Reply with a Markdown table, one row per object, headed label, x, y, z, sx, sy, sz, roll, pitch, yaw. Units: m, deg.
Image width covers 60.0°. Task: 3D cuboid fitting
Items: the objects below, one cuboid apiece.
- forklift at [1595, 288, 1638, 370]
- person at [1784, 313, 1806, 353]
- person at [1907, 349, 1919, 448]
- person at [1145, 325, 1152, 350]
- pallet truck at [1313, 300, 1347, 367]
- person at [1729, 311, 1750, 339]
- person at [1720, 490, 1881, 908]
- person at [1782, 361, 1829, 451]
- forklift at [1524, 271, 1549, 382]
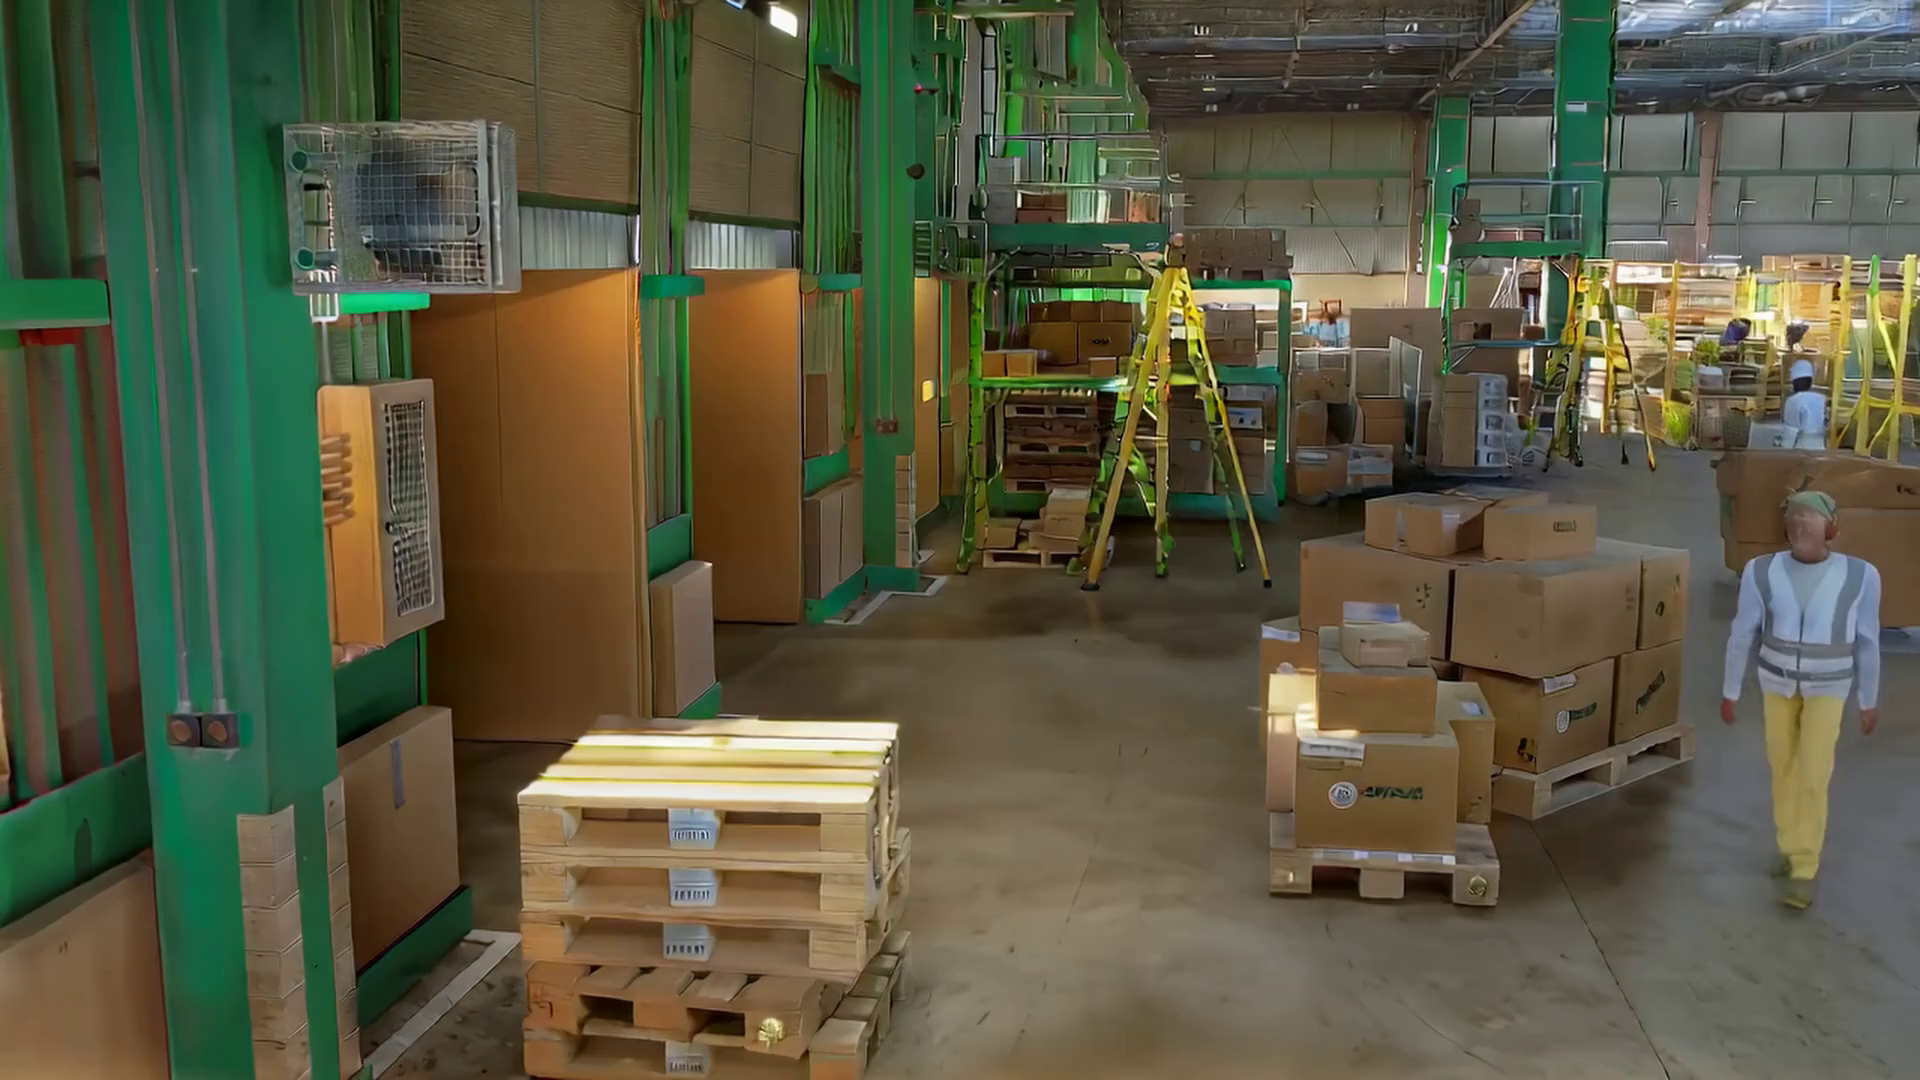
| label | x | y | z | sx | sy | sz | roll | pitch | yaw |
| --- | --- | --- | --- | --- | --- | --- | --- | --- | --- |
| forklift | 17.955 | -6.105 | 46.416 | 1.873 | 2.768 | 1.129 | -4 | 10 | -25 |
| person | 23.118 | -5.449 | 46.083 | 0.521 | 1.671 | 0.349 | 3 | 10 | 16 |
| person | 15.507 | -2.344 | 26.754 | 0.321 | 1.736 | 0.488 | 5 | 10 | 26 |
| person | 4.117 | -3.866 | 36.271 | 0.537 | 1.686 | 0.363 | 3 | 10 | 20 |
| pallet truck | 11.159 | -6.200 | 49.718 | 0.823 | 1.965 | 1.885 | 4 | 10 | 26 |
| person | 18.392 | -4.456 | 39.290 | 0.651 | 1.882 | 0.956 | -4 | 10 | -21 |
| person | 3.770 | 0.709 | 7.516 | 0.610 | 1.858 | 0.760 | 8 | 12 | 40 |
| person | 8.624 | -0.874 | 17.102 | 0.591 | 1.921 | 0.384 | -5 | 10 | -26 |
| forklift | 15.019 | -5.387 | 41.992 | 1.129 | 2.768 | 1.873 | 8 | 12 | 40 |
